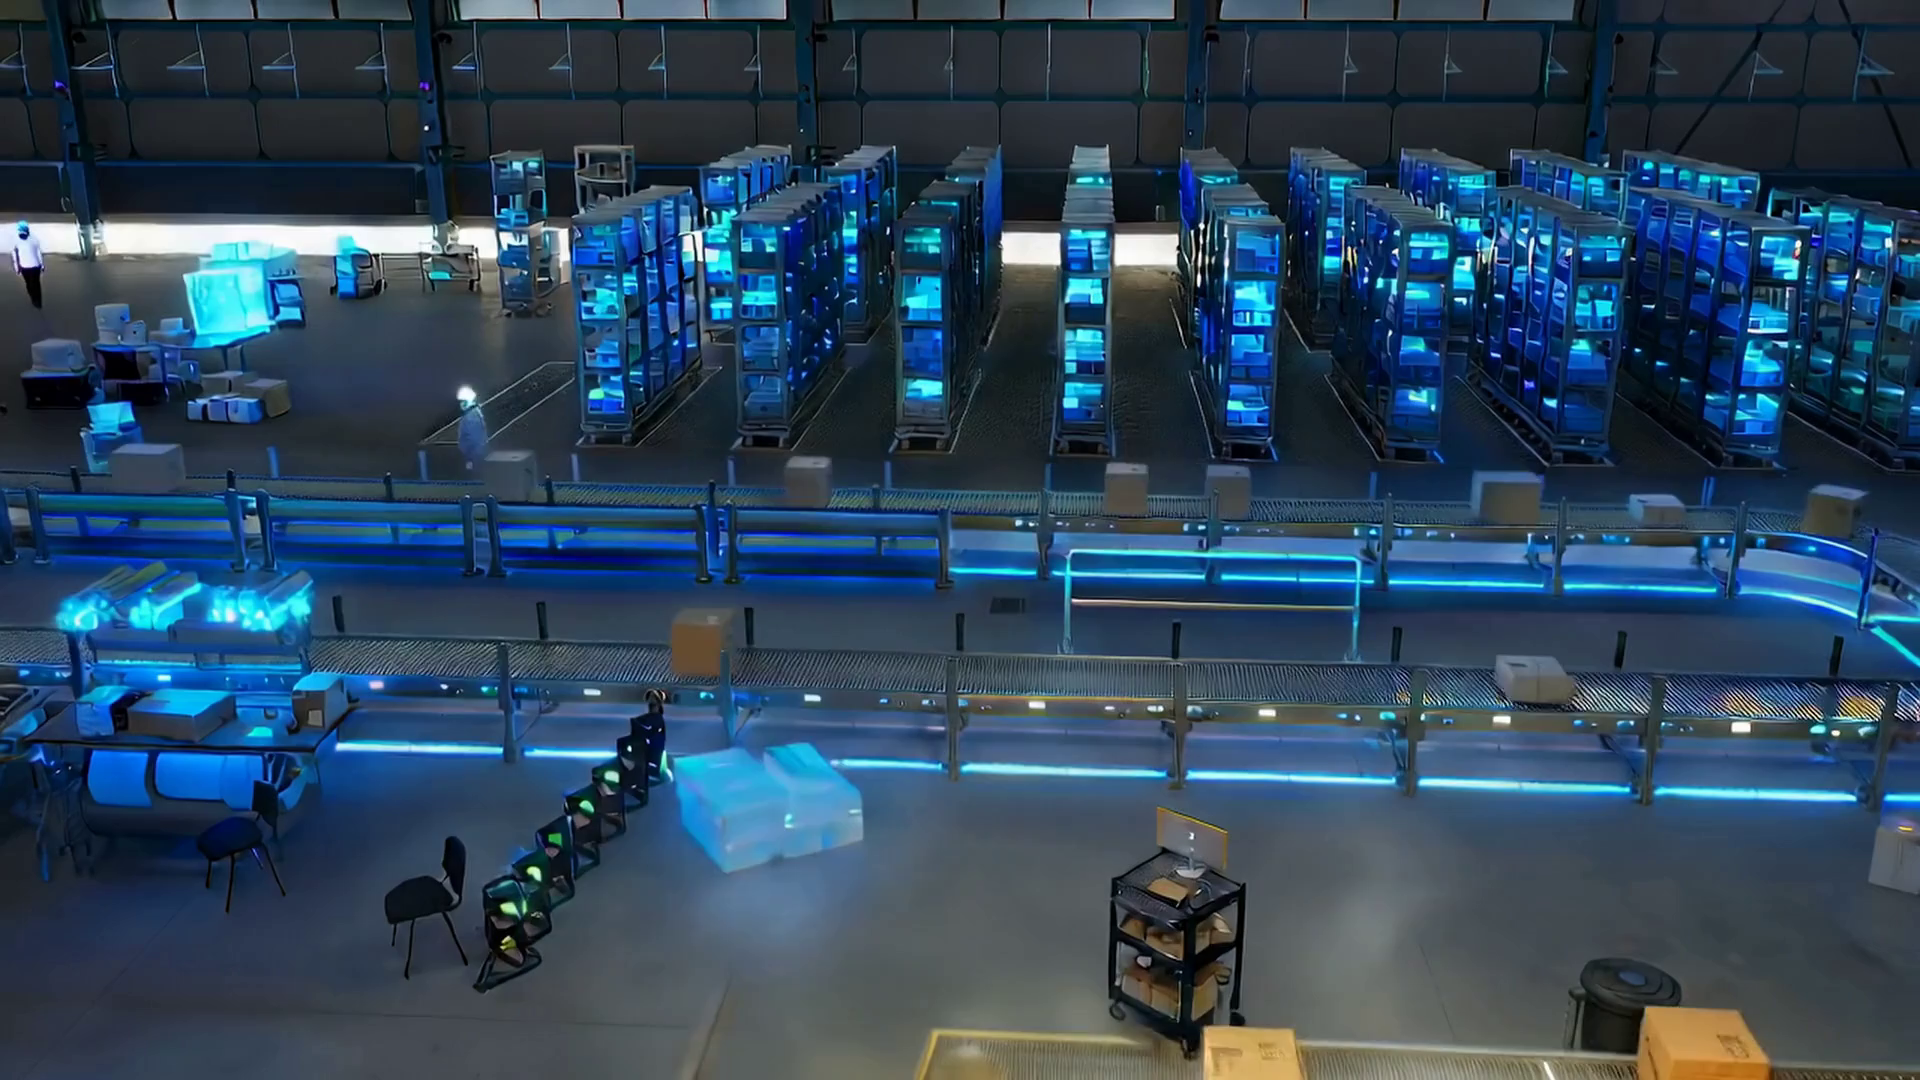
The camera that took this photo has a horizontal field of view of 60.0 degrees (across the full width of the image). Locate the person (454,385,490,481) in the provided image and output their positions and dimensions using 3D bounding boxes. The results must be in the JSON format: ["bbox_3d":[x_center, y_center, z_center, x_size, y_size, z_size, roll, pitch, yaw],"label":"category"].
[{"bbox_3d":[-6.640,-1.207,22.434,0.868,1.795,0.614,-4,18,-12],"label":"person"}]

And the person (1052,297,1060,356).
[{"bbox_3d":[2.255,-4.532,32.992,0.916,1.792,0.554,1,18,3],"label":"person"}]

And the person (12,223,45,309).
[{"bbox_3d":[-21.650,-6.393,38.663,0.636,1.952,1.017,-9,20,-27],"label":"person"}]
